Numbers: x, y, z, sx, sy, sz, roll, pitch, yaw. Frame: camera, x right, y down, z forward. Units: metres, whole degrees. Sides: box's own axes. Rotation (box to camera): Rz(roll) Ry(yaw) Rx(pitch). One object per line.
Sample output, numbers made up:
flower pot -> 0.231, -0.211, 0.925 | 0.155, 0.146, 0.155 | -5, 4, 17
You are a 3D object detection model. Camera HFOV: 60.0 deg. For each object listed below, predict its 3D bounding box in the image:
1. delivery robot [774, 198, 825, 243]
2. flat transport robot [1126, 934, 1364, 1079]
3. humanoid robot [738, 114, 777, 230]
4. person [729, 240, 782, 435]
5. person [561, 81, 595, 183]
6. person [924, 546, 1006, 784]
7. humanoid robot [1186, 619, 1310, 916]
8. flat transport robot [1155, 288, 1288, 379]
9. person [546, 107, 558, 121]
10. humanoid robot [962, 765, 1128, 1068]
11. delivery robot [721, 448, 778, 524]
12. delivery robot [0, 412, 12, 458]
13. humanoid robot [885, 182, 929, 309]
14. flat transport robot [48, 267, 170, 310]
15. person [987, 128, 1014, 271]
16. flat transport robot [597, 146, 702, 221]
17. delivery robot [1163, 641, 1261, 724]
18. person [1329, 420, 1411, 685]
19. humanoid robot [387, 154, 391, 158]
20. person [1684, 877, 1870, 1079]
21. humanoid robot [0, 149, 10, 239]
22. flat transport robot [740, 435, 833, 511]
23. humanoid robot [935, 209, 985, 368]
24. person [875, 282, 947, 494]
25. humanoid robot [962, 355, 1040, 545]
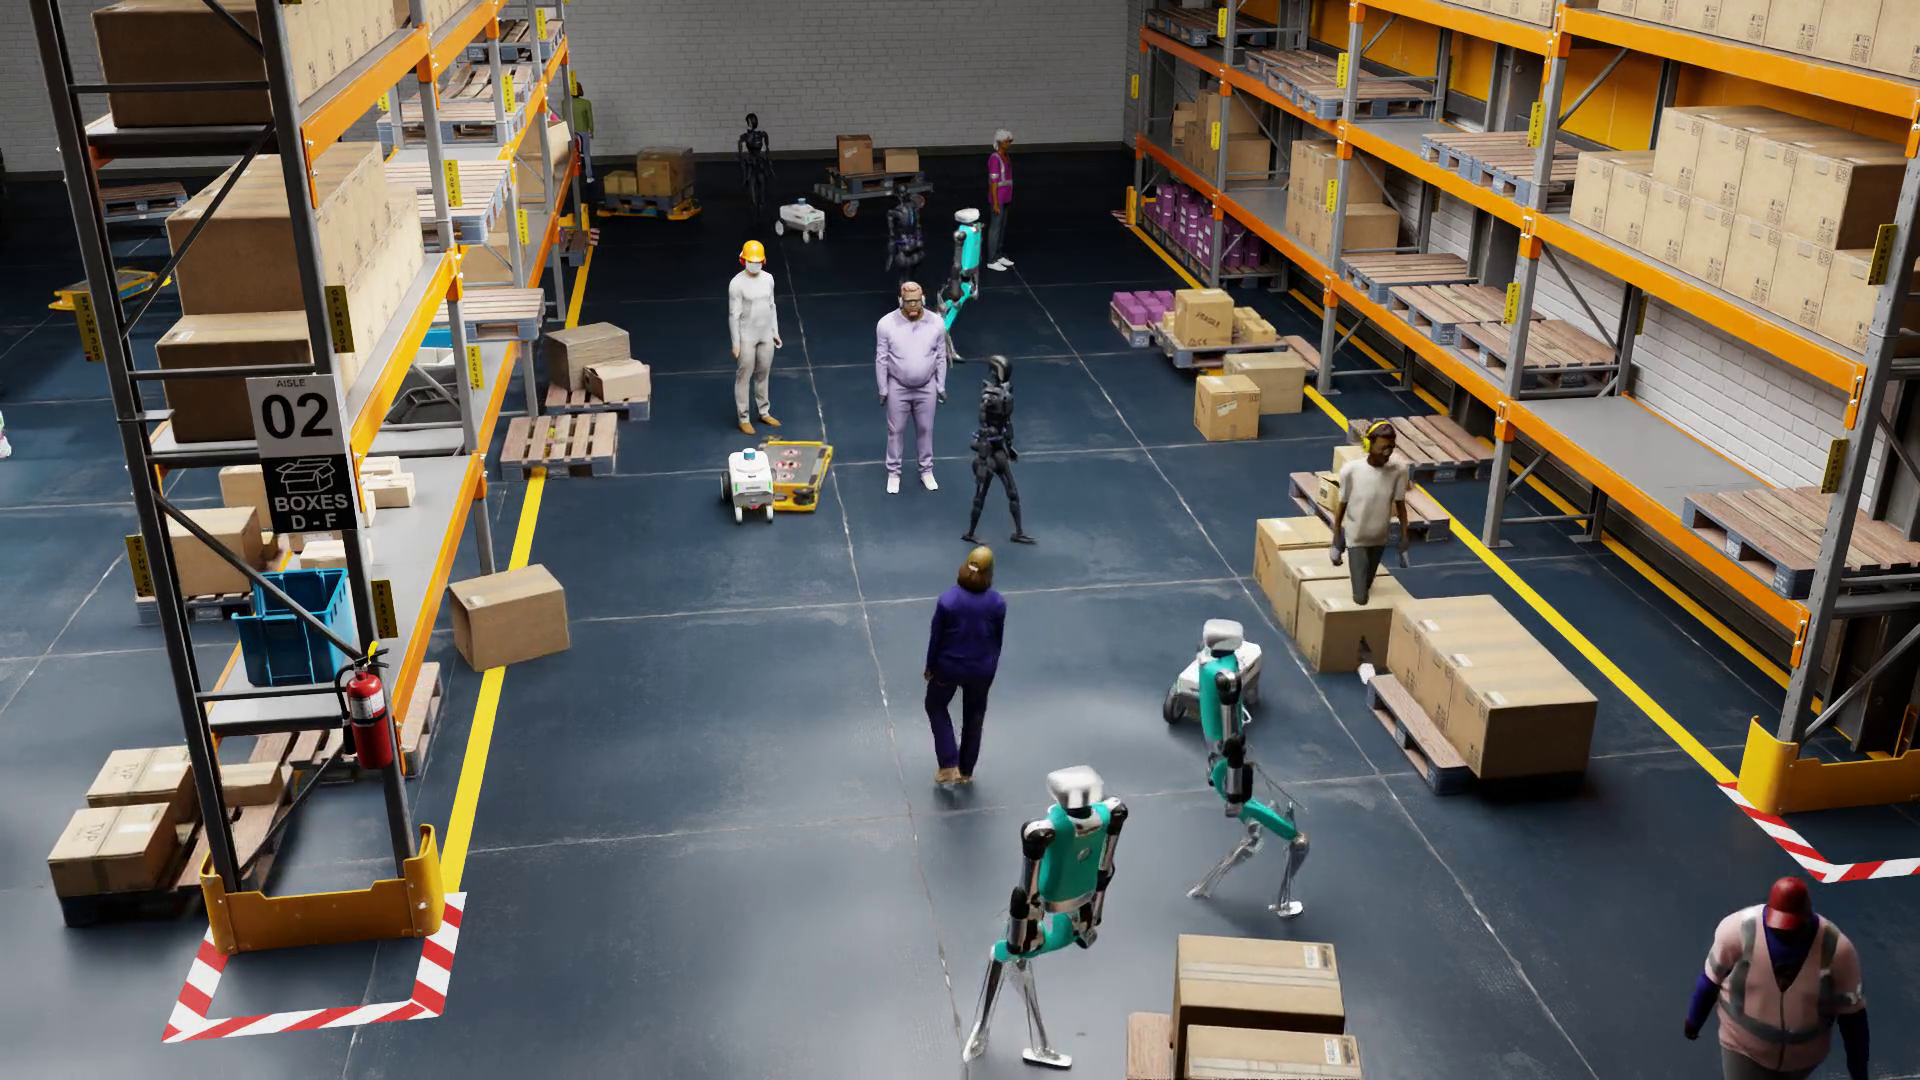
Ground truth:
delivery robot -> -2.257, -4.583, 23.733 | 0.499, 0.570, 0.745 | -20, 31, -38
flat transport robot -> 1.236, 2.772, 7.362 | 1.431, 0.231, 0.659 | 2, 24, 5
humanoid robot -> -2.910, -5.321, 24.052 | 0.585, 1.652, 0.424 | -20, 31, -38
person -> -1.990, -1.983, 16.180 | 0.567, 1.893, 0.375 | -21, 31, -39
person -> -6.220, -6.654, 27.149 | 0.491, 1.624, 0.281 | -2, 24, -4
person -> 0.034, 0.797, 10.205 | 0.495, 1.597, 0.376 | -5, 24, -12
humanoid robot -> 1.658, 1.263, 9.033 | 0.857, 1.785, 0.560 | -1, 24, -2
flat transport robot -> 2.799, -1.983, 18.195 | 0.659, 0.231, 1.431 | -3, 24, -7
person -> -6.337, -5.841, 25.049 | 0.617, 1.835, 0.434 | 1, 24, 3
humanoid robot -> 0.322, 1.745, 7.881 | 0.591, 1.772, 0.876 | -14, 27, -28
delivery robot -> -1.821, -0.506, 14.476 | 0.499, 0.595, 0.792 | -4, 24, -10
delivery robot -> -9.362, -1.012, 15.591 | 0.739, 0.566, 0.499 | -16, 28, -32
humanoid robot -> -0.553, -3.422, 19.743 | 0.598, 1.619, 0.595 | 18, 30, 36
flat transport robot -> -10.638, -3.135, 20.820 | 0.659, 0.231, 1.431 | 5, 24, 11
person -> 0.545, -4.506, 21.978 | 0.330, 1.846, 0.524 | 8, 25, 18
flat transport robot -> -4.688, -5.018, 25.109 | 1.431, 0.231, 0.659 | 5, 24, 11
delivery robot -> 1.729, 0.962, 11.146 | 0.499, 0.606, 0.796 | 14, 27, 29
person -> 2.895, 0.030, 11.683 | 0.521, 1.825, 0.886 | -6, 24, -13
humanoid robot -> -7.600, -4.718, 22.757 | 0.590, 1.634, 0.780 | 5, 24, 11
person -> 3.471, 2.129, 7.065 | 0.671, 1.697, 0.894 | 7, 25, 15
humanoid robot -> -13.680, -4.966, 23.298 | 0.640, 1.640, 0.641 | -2, 24, -4
flat transport robot -> -1.558, -0.608, 15.063 | 0.659, 0.231, 1.431 | 1, 24, 2
humanoid robot -> -0.113, -2.703, 18.116 | 0.738, 1.861, 0.542 | 13, 27, 28
person -> -0.421, -1.344, 14.703 | 0.638, 1.910, 0.409 | -5, 24, -11
humanoid robot -> 0.324, -0.717, 13.581 | 0.646, 1.632, 0.612 | 11, 26, 24
